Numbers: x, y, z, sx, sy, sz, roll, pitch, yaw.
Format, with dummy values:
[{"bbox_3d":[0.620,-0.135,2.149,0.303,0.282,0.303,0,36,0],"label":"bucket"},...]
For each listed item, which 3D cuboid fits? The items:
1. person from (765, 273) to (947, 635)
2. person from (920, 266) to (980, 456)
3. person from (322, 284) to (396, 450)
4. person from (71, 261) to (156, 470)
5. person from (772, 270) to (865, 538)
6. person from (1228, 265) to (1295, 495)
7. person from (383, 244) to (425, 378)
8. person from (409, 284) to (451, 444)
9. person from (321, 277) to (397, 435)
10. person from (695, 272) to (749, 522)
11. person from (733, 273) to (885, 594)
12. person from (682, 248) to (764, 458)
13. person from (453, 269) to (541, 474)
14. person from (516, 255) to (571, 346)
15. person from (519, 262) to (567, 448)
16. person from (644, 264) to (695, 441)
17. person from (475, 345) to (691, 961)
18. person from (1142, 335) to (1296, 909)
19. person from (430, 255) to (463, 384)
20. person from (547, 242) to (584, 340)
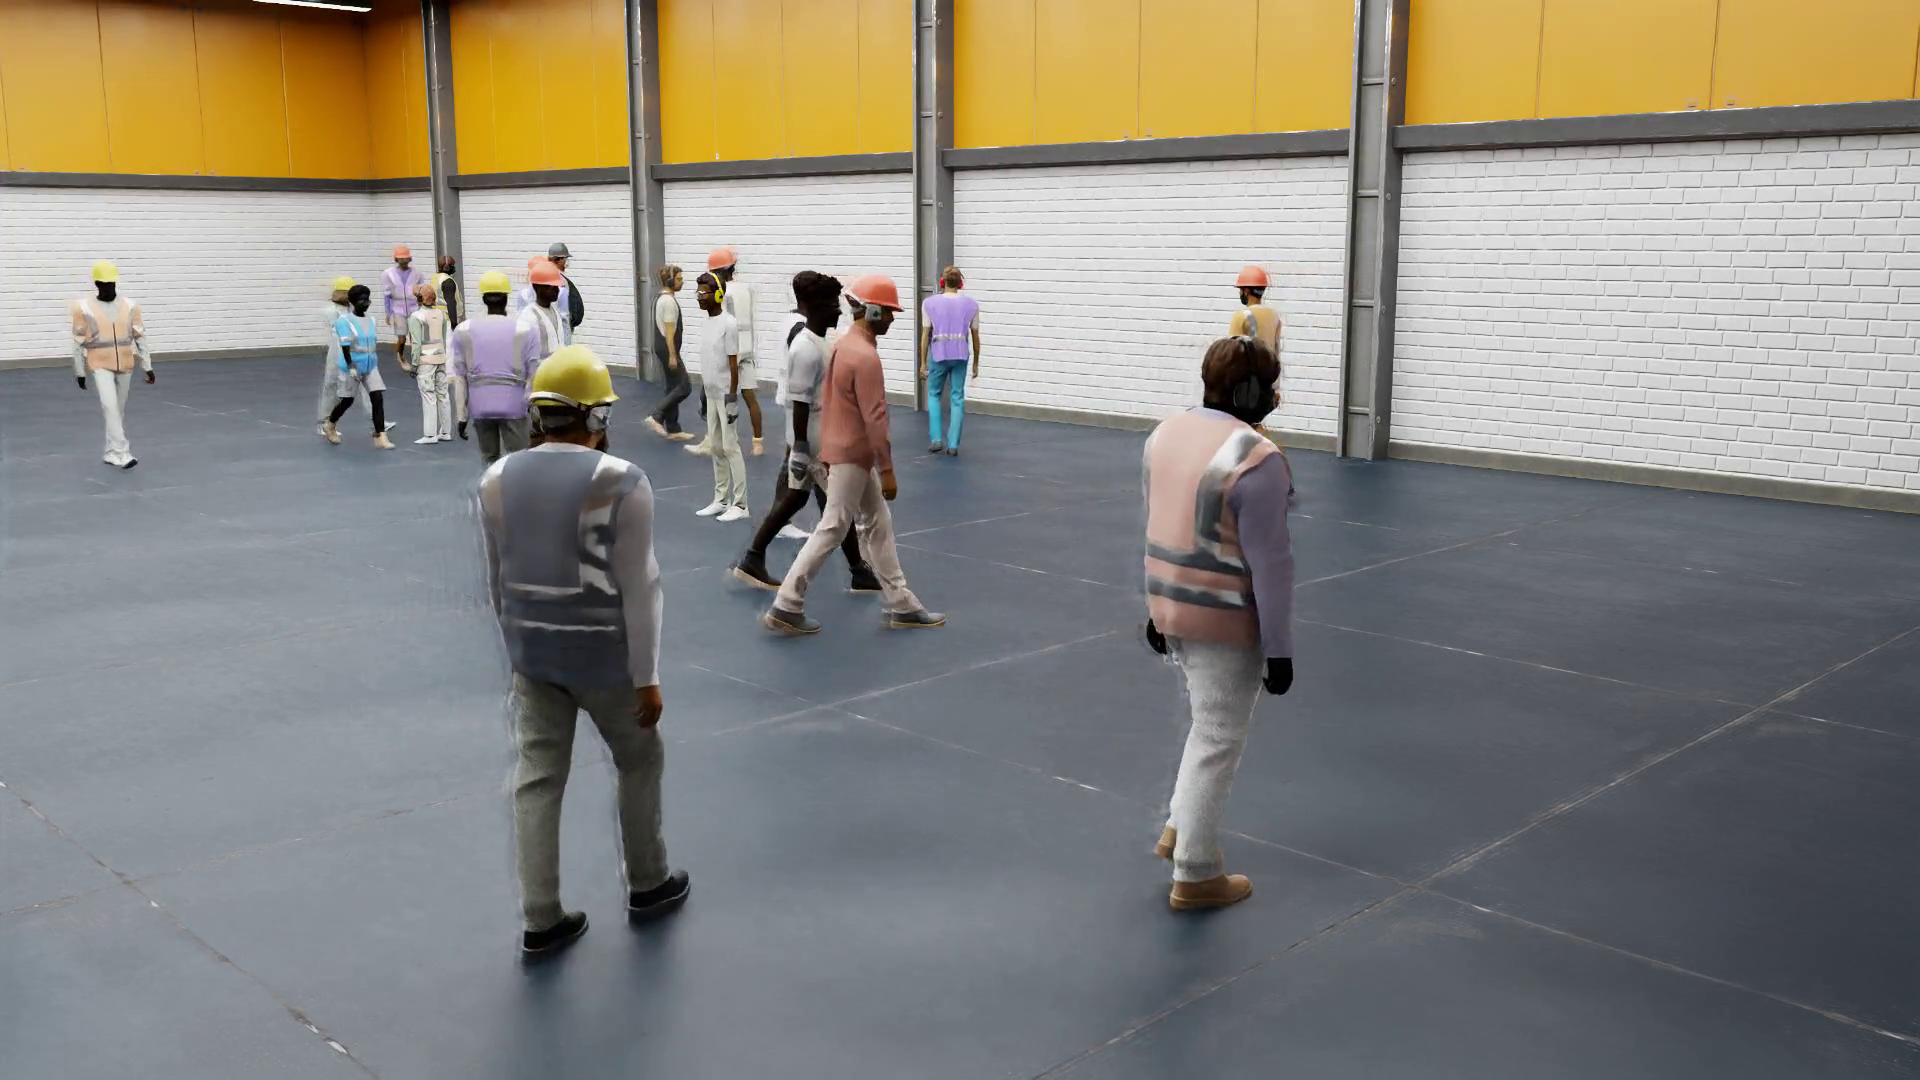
[{"bbox_3d":[-0.595,-0.439,8.852,0.994,1.948,0.639,-2,11,-11],"label":"person"},{"bbox_3d":[-0.104,-1.737,16.171,0.606,1.829,0.582,-2,11,-10],"label":"person"},{"bbox_3d":[-6.061,-1.729,16.622,0.821,1.658,0.519,7,12,32],"label":"person"},{"bbox_3d":[-7.684,-1.582,15.169,0.940,1.882,0.604,9,14,40],"label":"person"},{"bbox_3d":[-1.046,-0.951,11.758,0.589,1.913,0.599,0,10,0],"label":"person"},{"bbox_3d":[2.397,-1.283,13.569,0.972,1.896,0.549,9,14,42],"label":"person"},{"bbox_3d":[-8.341,-3.446,25.027,0.629,2.010,0.730,-4,11,-20],"label":"person"},{"bbox_3d":[-5.435,-1.798,17.042,0.310,1.642,0.514,4,11,21],"label":"person"},{"bbox_3d":[-6.471,-1.934,17.646,0.919,1.691,0.494,4,11,22],"label":"person"},{"bbox_3d":[-1.809,-1.069,12.490,0.330,1.859,0.506,-8,13,-37],"label":"person"},{"bbox_3d":[-0.896,-0.622,9.877,1.001,1.924,0.615,0,10,-3],"label":"person"},{"bbox_3d":[-2.227,-1.779,15.959,0.666,2.009,0.708,6,12,30],"label":"person"},{"bbox_3d":[-3.171,-0.896,11.417,0.591,1.910,0.659,-1,10,-5],"label":"person"},{"bbox_3d":[-4.509,-2.116,18.003,0.577,1.917,0.419,-1,10,-4],"label":"person"},{"bbox_3d":[-3.290,-1.284,13.481,0.585,1.914,0.565,3,11,16],"label":"person"},{"bbox_3d":[-2.979,-1.912,17.137,0.439,1.833,0.547,-3,11,-14],"label":"person"},{"bbox_3d":[-1.107,0.317,5.049,0.631,1.801,0.758,4,11,19],"label":"person"},{"bbox_3d":[0.837,0.267,5.278,0.472,1.823,0.655,-5,12,-25],"label":"person"},{"bbox_3d":[-7.400,-3.183,24.045,0.429,1.841,0.634,-8,13,-36],"label":"person"},{"bbox_3d":[-5.244,-2.912,22.021,0.537,2.000,0.682,-2,11,-13],"label":"person"}]
